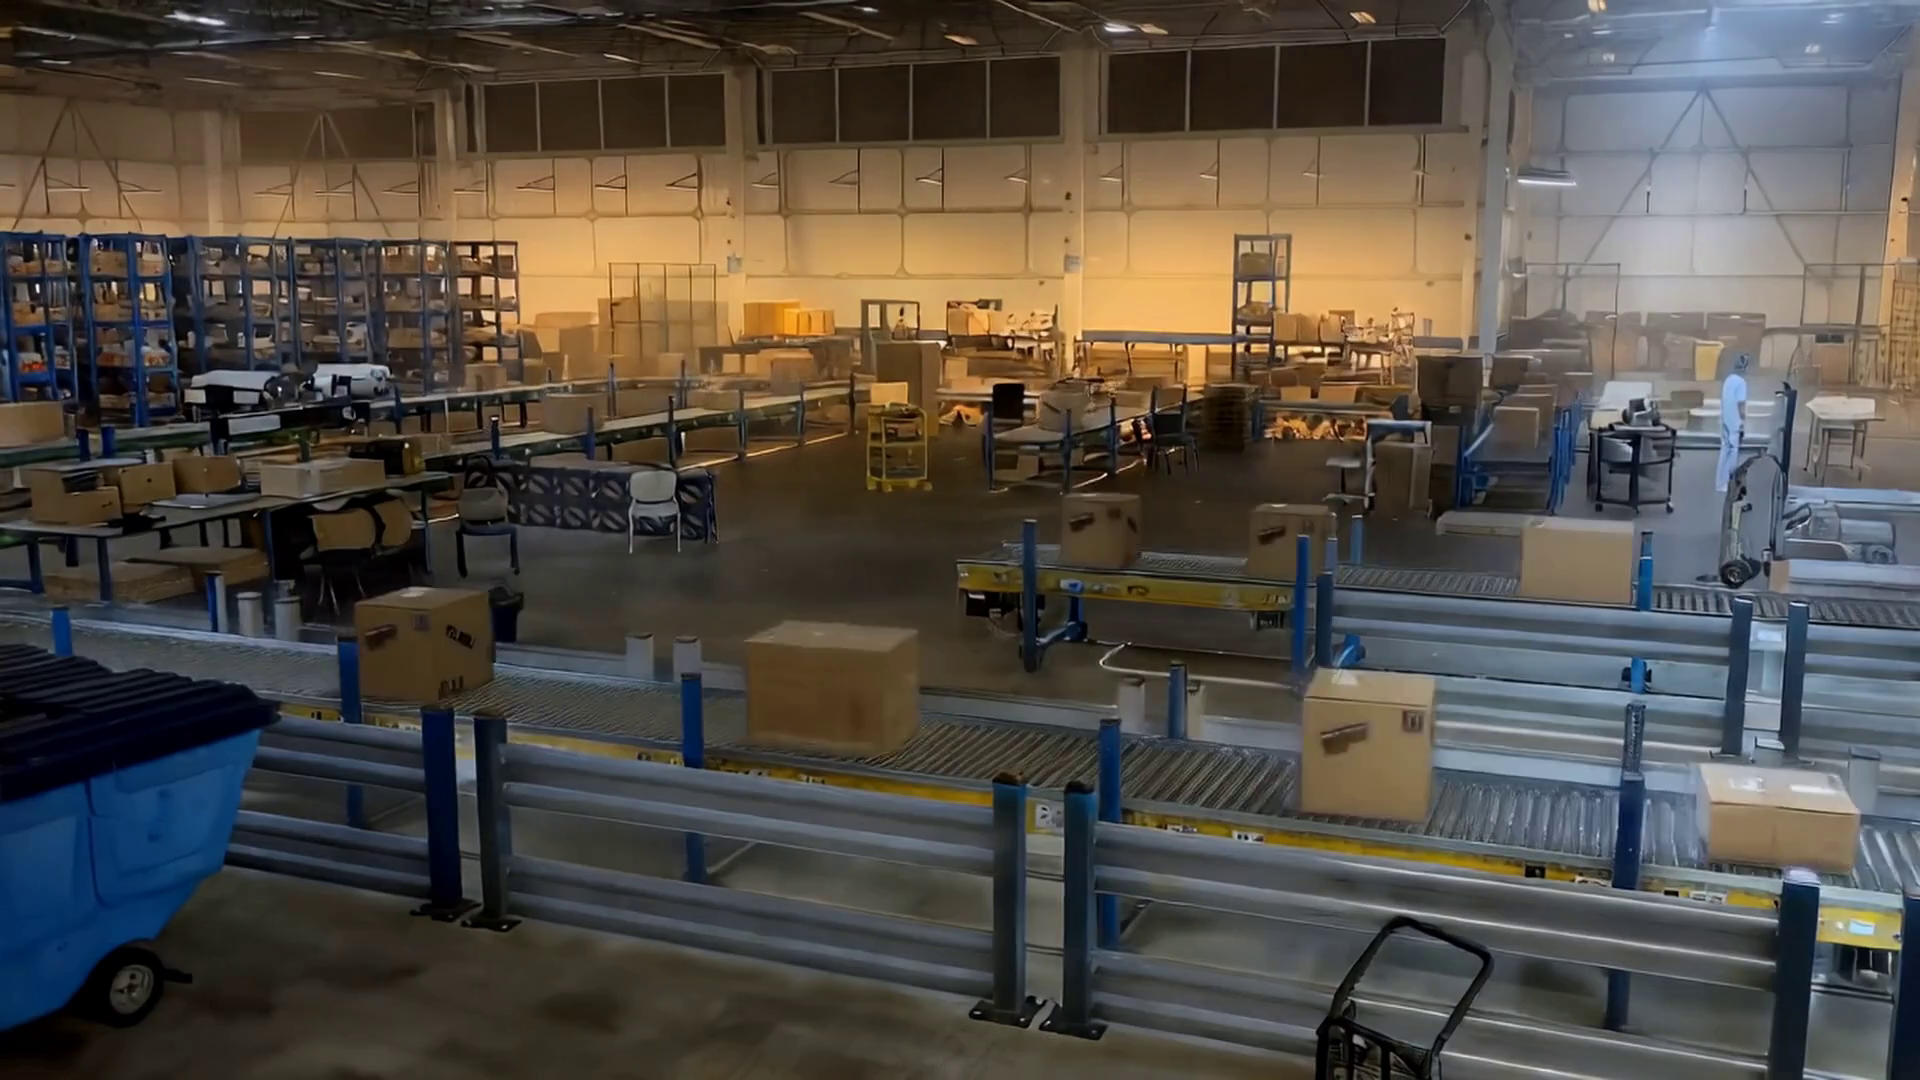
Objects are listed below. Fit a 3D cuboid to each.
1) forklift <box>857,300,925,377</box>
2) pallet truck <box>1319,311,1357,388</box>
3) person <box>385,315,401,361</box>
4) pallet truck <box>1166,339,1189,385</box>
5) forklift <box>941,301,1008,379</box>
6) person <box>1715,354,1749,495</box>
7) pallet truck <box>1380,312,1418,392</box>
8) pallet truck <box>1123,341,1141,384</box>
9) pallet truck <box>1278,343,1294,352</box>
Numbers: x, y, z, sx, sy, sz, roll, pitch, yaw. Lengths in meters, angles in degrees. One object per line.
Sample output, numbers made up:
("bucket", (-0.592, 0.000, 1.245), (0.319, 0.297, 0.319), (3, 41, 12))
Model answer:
("forklift", (-1.732, -5.109, 42.468), (1.157, 1.987, 2.680), (4, 10, 22))
("pallet truck", (9.071, -4.419, 39.190), (0.823, 1.965, 1.885), (5, 10, 26))
("person", (-16.257, -5.832, 47.765), (0.612, 1.995, 0.376), (5, 11, 29))
("pallet truck", (5.418, -4.269, 40.420), (0.704, 1.261, 1.522), (3, 10, 20))
("forklift", (0.365, -4.966, 41.571), (1.157, 1.987, 2.680), (3, 10, 20))
("person", (10.287, -1.529, 22.086), (0.329, 1.866, 0.514), (-1, 9, -5))
("pallet truck", (10.207, -4.283, 38.369), (0.823, 1.965, 1.885), (3, 10, 20))
("pallet truck", (4.445, -4.380, 41.279), (0.680, 1.201, 1.601), (4, 10, 22))
("pallet truck", (7.886, -4.163, 39.743), (0.653, 1.274, 1.630), (4, 10, 22))
